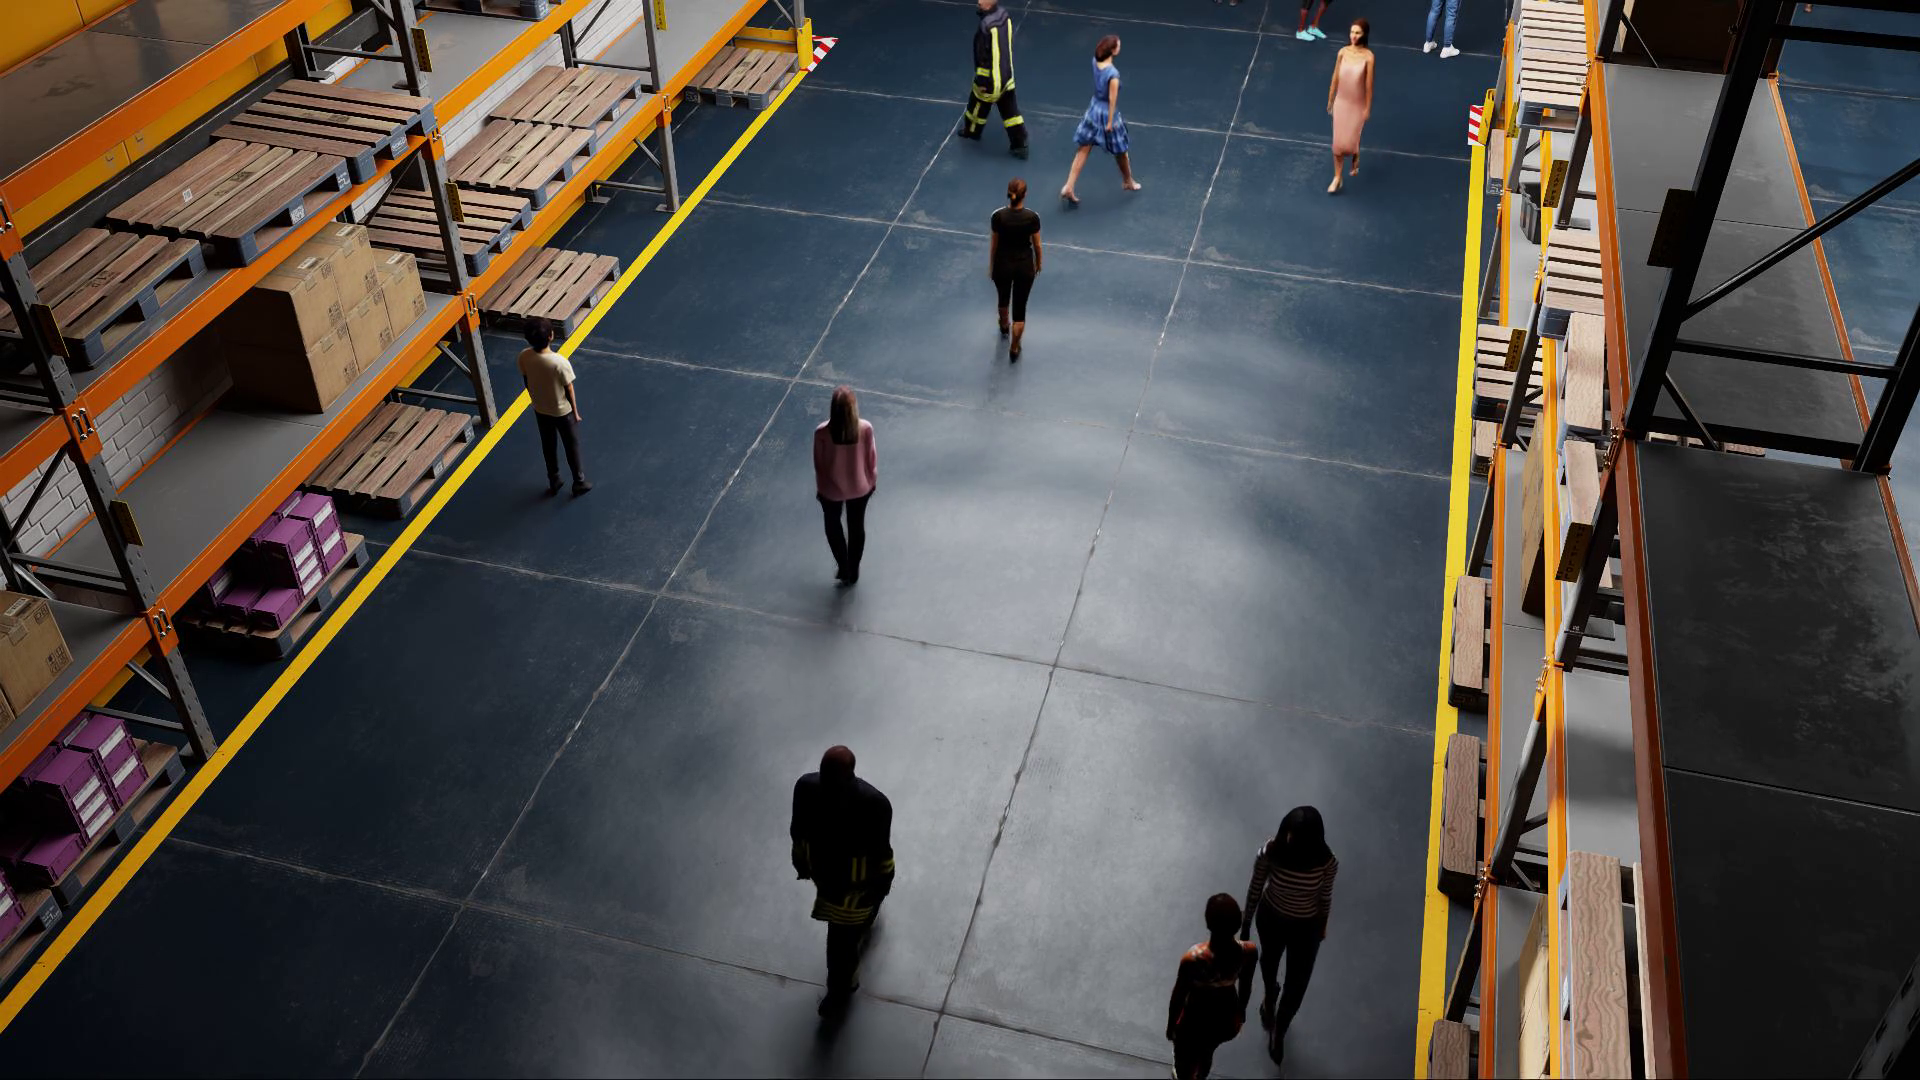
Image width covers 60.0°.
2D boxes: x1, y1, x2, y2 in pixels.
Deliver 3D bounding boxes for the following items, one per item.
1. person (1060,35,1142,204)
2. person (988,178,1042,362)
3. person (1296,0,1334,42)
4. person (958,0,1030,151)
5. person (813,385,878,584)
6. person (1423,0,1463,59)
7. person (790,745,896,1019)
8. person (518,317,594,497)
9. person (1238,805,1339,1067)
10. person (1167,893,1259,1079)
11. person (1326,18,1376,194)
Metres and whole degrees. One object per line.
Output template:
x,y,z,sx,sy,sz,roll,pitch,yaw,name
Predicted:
1.357,-4.156,16.659,1.201,1.754,1.099,-22,44,-25,person
0.461,-2.317,14.444,0.705,1.646,0.942,3,39,4,person
4.237,-6.889,20.117,0.726,1.710,0.660,26,45,29,person
0.428,-4.950,17.593,1.152,1.829,1.239,28,46,31,person
-0.816,-0.334,11.935,0.734,1.678,0.783,-6,39,-8,person
5.836,-6.675,19.769,0.747,1.809,0.757,-32,48,-33,person
-0.604,1.739,9.247,0.898,1.792,1.236,18,42,21,person
-3.139,-1.021,12.868,0.589,1.588,0.461,9,40,11,person
1.758,1.999,8.937,0.626,1.773,0.736,7,39,9,person
1.267,2.475,8.341,0.877,1.773,1.091,-8,39,-9,person
4.018,-4.431,16.952,0.745,1.818,0.834,25,45,28,person
